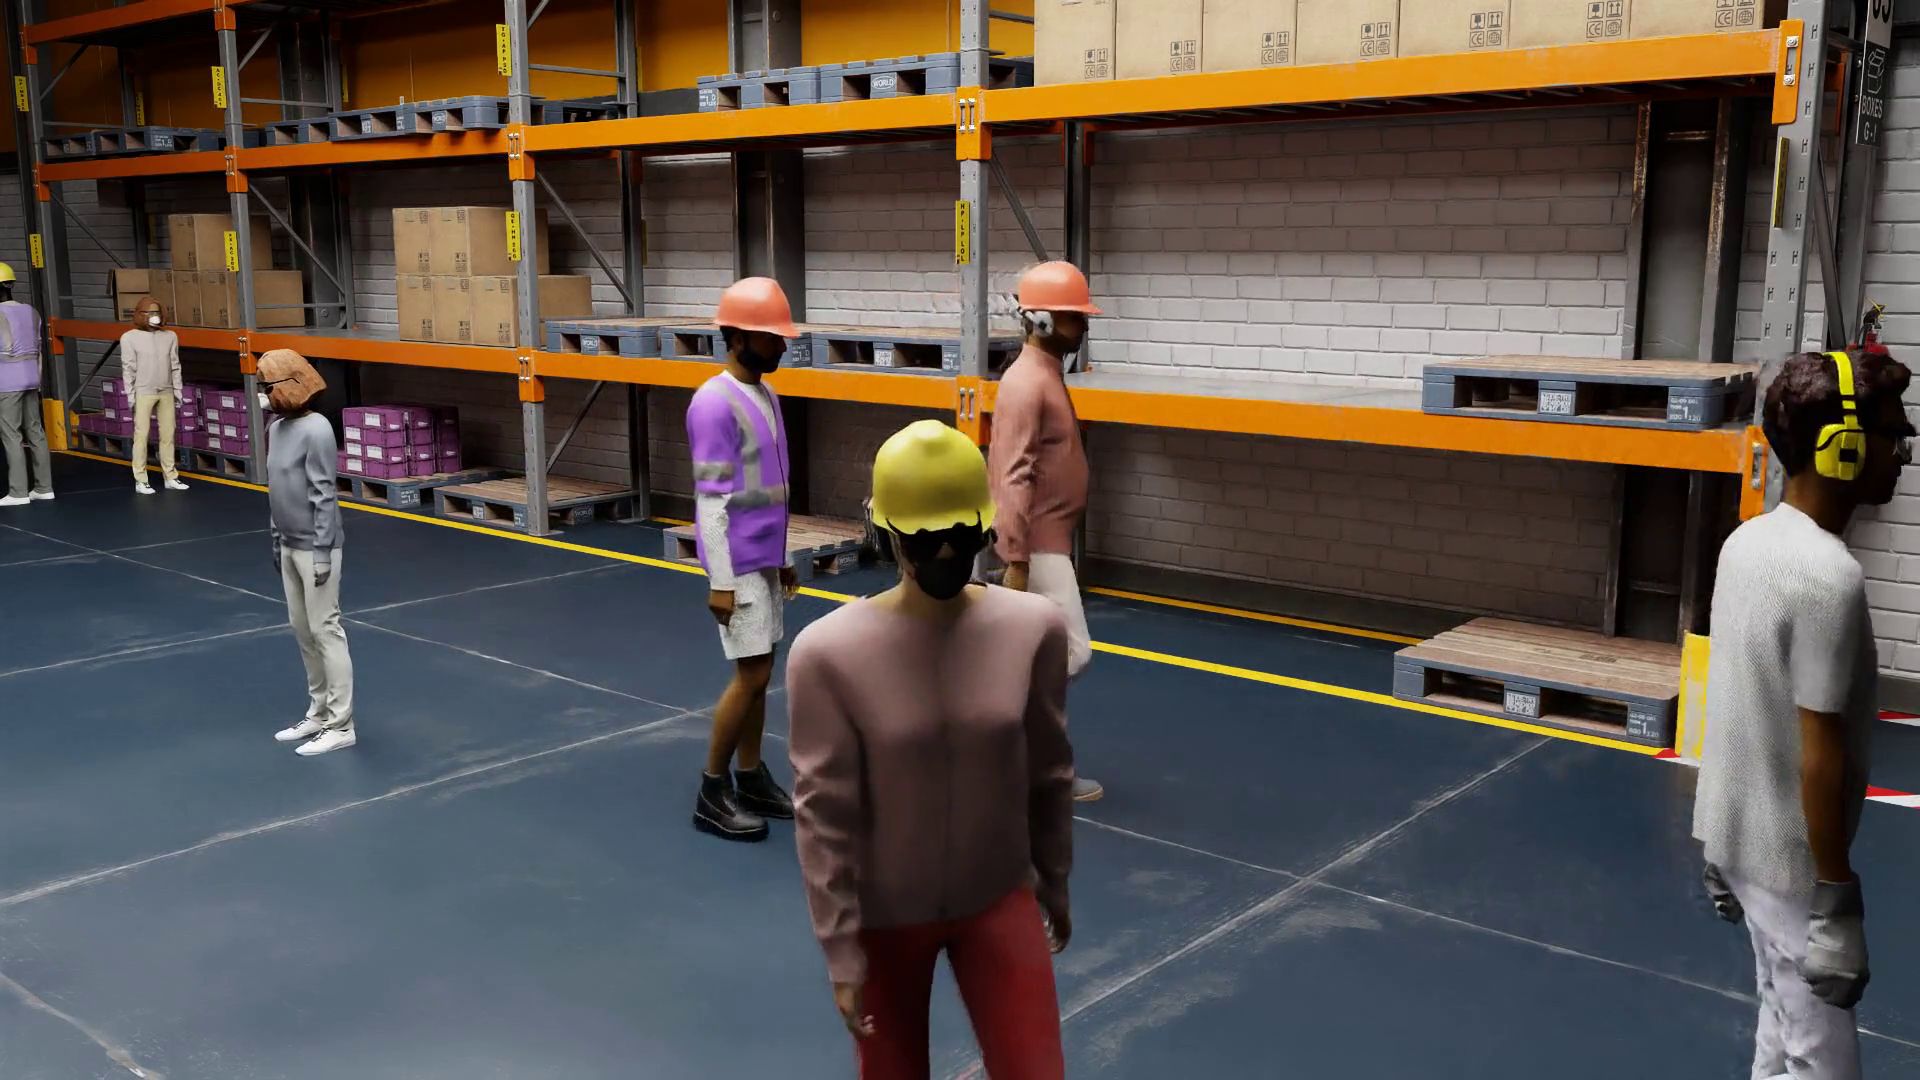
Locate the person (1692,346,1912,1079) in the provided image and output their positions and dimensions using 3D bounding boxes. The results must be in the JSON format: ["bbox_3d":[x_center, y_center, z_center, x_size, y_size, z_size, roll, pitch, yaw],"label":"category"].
[{"bbox_3d":[1.452,0.579,3.011,0.613,1.859,0.529,2,10,12],"label":"person"}]

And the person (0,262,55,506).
[{"bbox_3d":[-7.487,-1.229,13.134,0.397,1.918,0.588,2,10,10],"label":"person"}]

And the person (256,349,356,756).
[{"bbox_3d":[-2.661,0.043,6.726,0.299,1.623,0.503,-10,14,-44],"label":"person"}]

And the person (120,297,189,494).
[{"bbox_3d":[-6.680,-1.196,13.782,0.284,1.625,0.492,6,12,32],"label":"person"}]

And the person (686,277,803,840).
[{"bbox_3d":[-0.714,0.063,5.762,0.379,1.927,0.561,2,10,13],"label":"person"}]

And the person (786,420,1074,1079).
[{"bbox_3d":[-0.029,0.657,2.891,0.533,1.745,0.497,-3,10,-17],"label":"person"}]

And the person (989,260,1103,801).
[{"bbox_3d":[0.283,-0.001,5.969,0.466,1.982,0.617,1,10,7],"label":"person"}]
